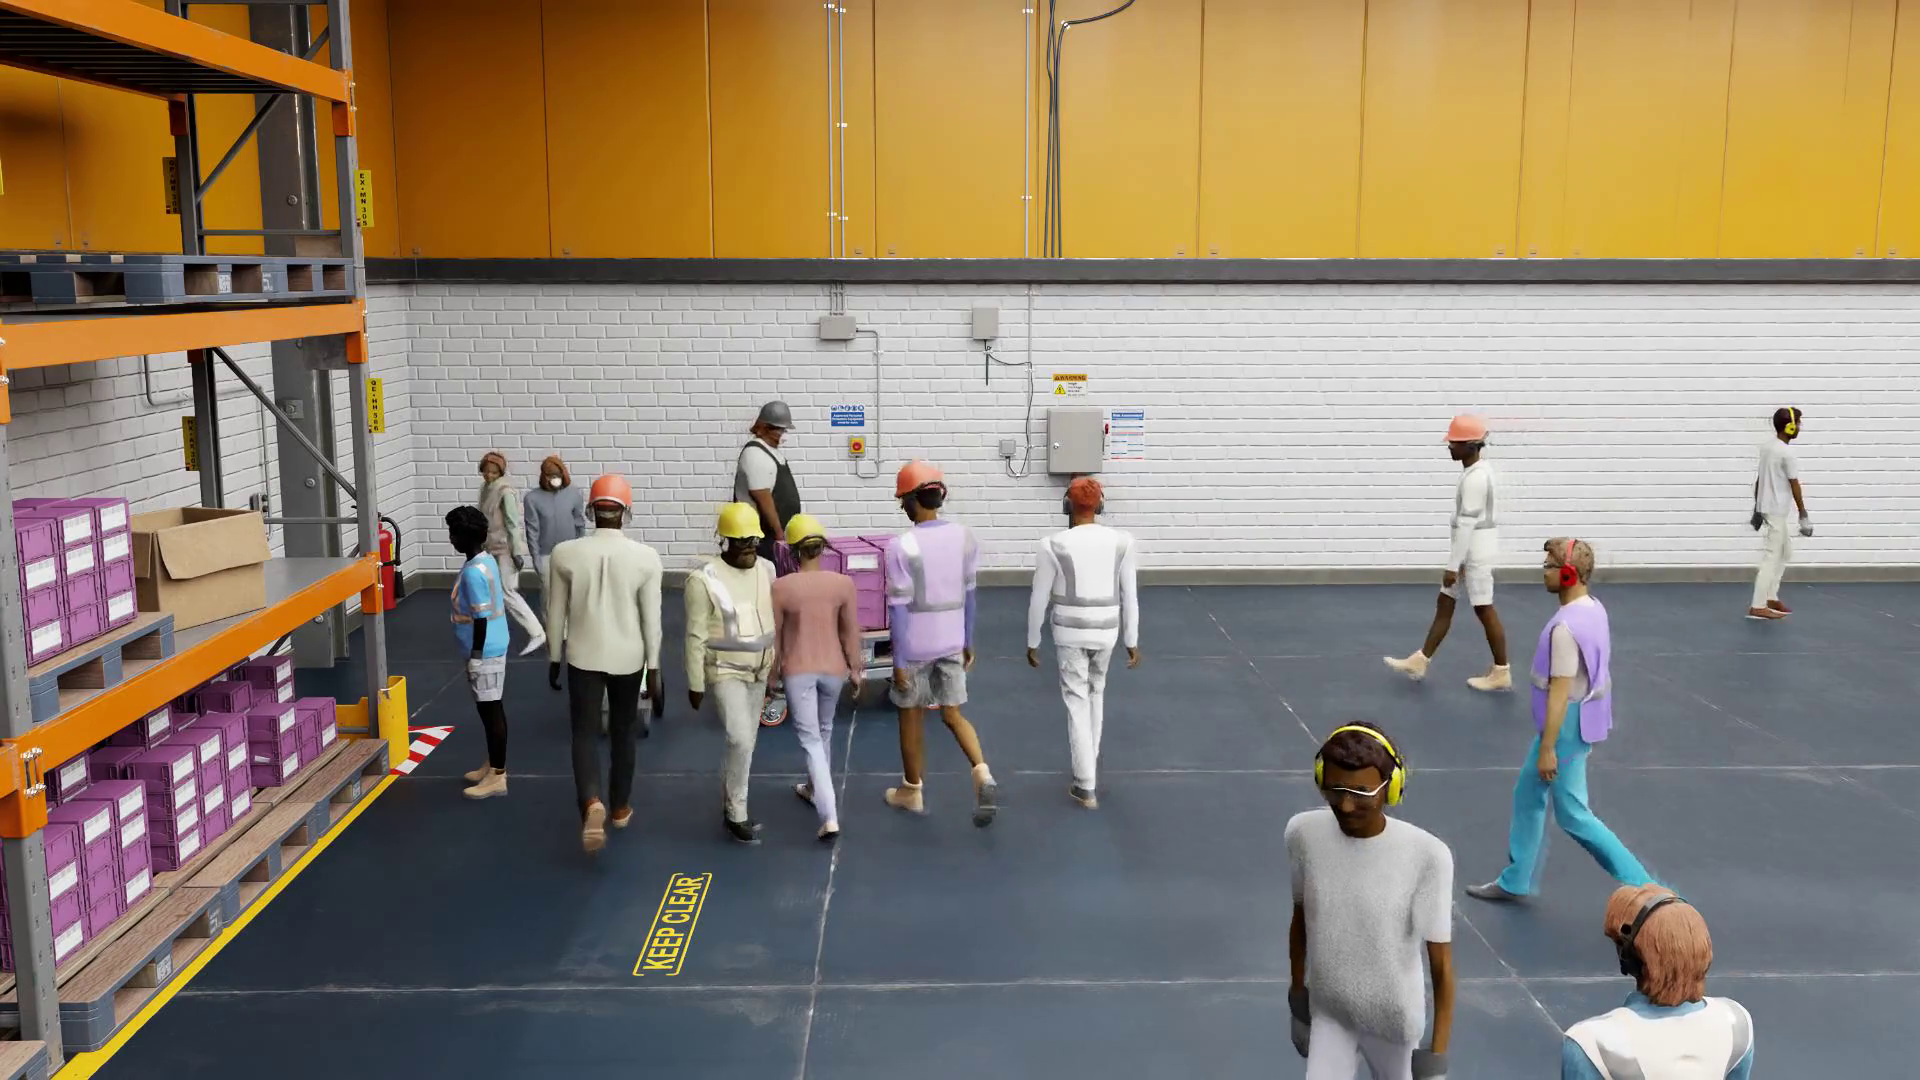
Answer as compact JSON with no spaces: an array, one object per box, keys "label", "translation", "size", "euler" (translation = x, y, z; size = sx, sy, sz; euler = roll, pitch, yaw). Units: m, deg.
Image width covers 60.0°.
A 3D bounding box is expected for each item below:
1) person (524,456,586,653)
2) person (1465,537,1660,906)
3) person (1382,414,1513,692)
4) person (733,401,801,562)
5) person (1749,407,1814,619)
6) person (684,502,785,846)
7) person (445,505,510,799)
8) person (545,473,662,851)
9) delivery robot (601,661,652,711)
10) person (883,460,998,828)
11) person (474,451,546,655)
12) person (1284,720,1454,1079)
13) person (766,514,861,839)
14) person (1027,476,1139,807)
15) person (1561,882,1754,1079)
[{"label":"person","translation":[-3.228,0.094,13.303],"size":[0.496,1.563,0.883],"euler":[-4,10,-22]},{"label":"person","translation":[2.855,0.885,7.692],"size":[0.874,1.813,0.579],"euler":[5,10,27]},{"label":"person","translation":[3.538,0.100,11.929],"size":[1.001,1.995,0.634],"euler":[3,10,16]},{"label":"person","translation":[-1.508,-0.158,13.392],"size":[0.876,2.000,0.714],"euler":[1,9,8]},{"label":"person","translation":[7.132,-0.220,14.341],"size":[0.566,1.853,0.519],"euler":[1,9,4]},{"label":"person","translation":[-1.113,0.703,8.830],"size":[0.612,1.812,0.597],"euler":[7,12,37]},{"label":"person","translation":[-2.760,0.638,9.578],"size":[0.322,1.691,0.535],"euler":[-2,9,-10]},{"label":"person","translation":[-1.875,0.643,8.778],"size":[0.624,1.961,0.880],"euler":[-2,9,-10]},{"label":"delivery robot","translation":[-2.220,0.921,11.034],"size":[0.477,0.478,0.707],"euler":[-2,9,-10]},{"label":"person","translation":[-0.112,0.575,9.013],"size":[0.619,2.014,0.848],"euler":[-7,11,-36]},{"label":"person","translation":[-3.613,0.097,13.134],"size":[0.516,1.621,0.611],"euler":[-7,11,-36]},{"label":"person","translation":[1.136,1.384,4.643],"size":[0.549,1.803,0.992],"euler":[5,11,29]},{"label":"person","translation":[-0.788,0.724,9.003],"size":[0.537,1.720,0.909],"euler":[-4,10,-26]},{"label":"person","translation":[0.674,0.552,9.579],"size":[0.617,1.857,0.749],"euler":[-3,10,-15]},{"label":"person","translation":[1.582,1.595,3.857],"size":[0.514,1.644,0.308],"euler":[-3,10,-20]}]
